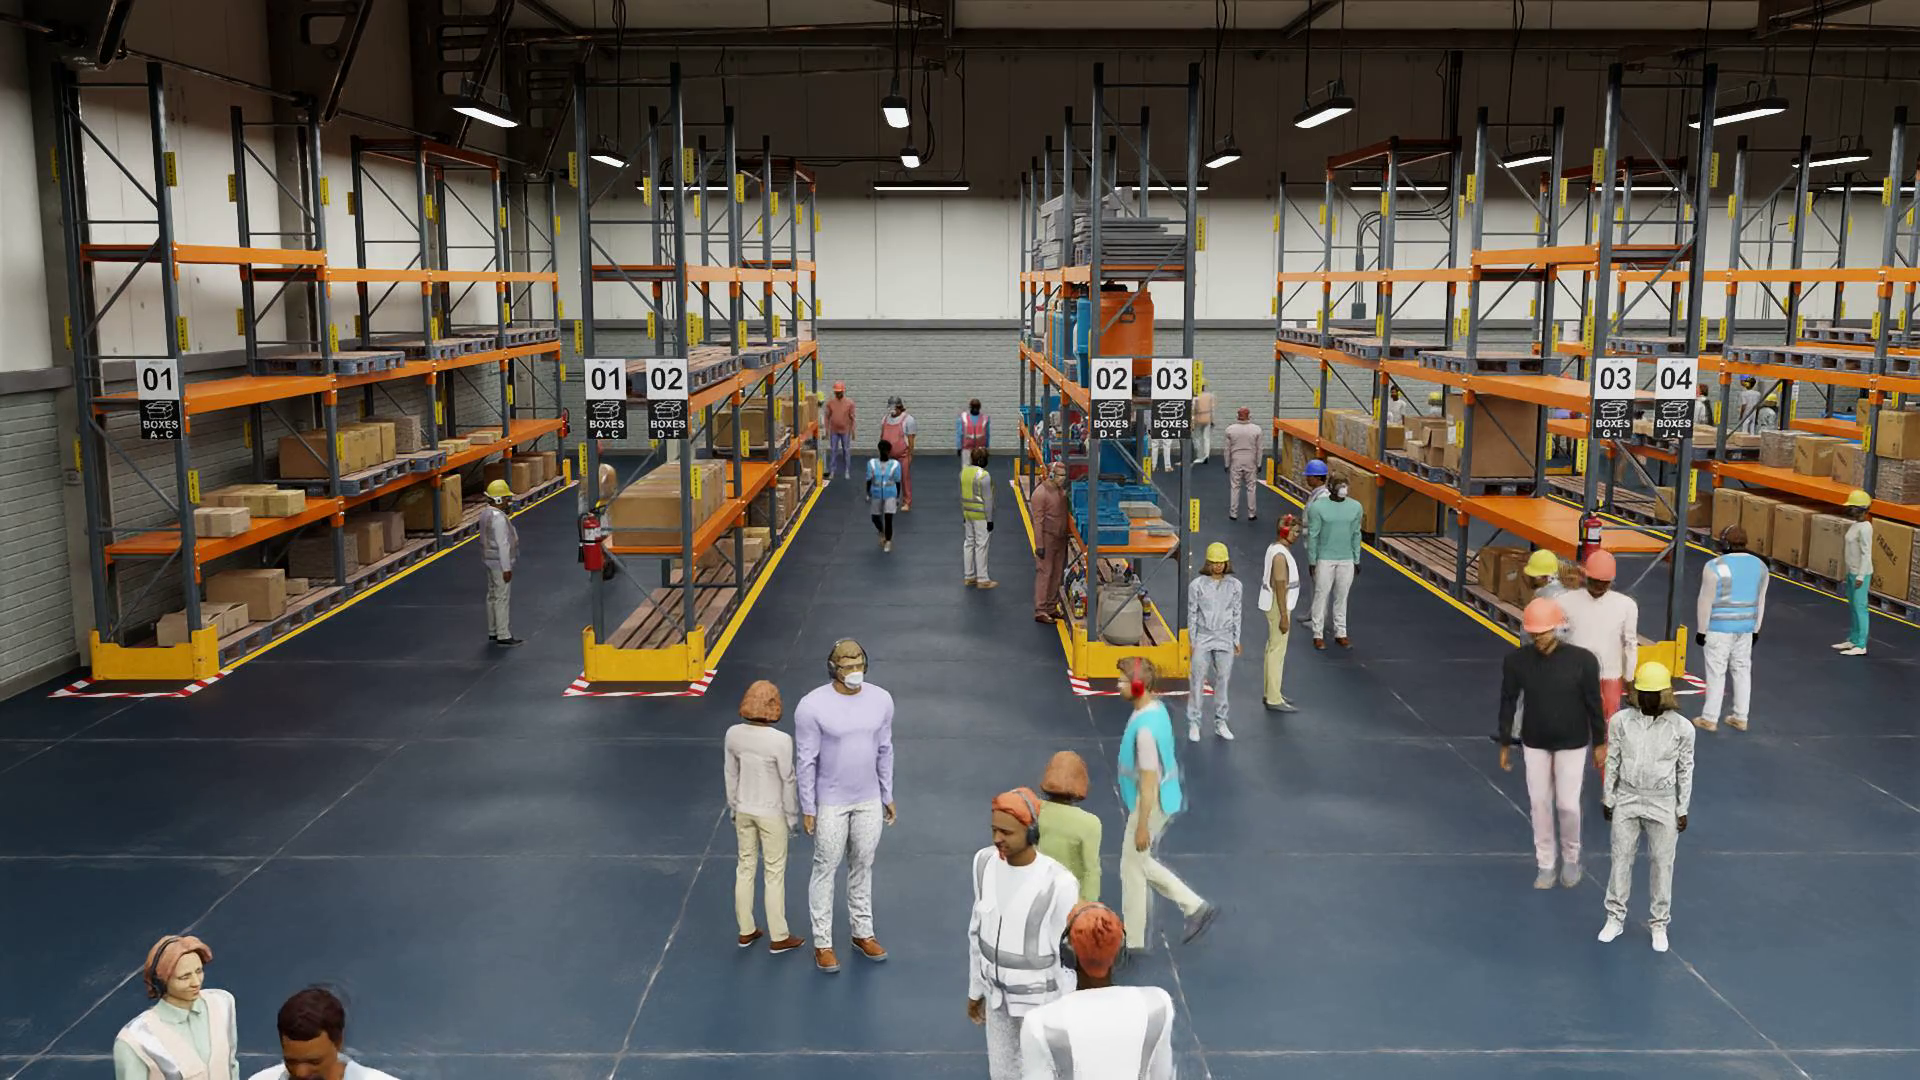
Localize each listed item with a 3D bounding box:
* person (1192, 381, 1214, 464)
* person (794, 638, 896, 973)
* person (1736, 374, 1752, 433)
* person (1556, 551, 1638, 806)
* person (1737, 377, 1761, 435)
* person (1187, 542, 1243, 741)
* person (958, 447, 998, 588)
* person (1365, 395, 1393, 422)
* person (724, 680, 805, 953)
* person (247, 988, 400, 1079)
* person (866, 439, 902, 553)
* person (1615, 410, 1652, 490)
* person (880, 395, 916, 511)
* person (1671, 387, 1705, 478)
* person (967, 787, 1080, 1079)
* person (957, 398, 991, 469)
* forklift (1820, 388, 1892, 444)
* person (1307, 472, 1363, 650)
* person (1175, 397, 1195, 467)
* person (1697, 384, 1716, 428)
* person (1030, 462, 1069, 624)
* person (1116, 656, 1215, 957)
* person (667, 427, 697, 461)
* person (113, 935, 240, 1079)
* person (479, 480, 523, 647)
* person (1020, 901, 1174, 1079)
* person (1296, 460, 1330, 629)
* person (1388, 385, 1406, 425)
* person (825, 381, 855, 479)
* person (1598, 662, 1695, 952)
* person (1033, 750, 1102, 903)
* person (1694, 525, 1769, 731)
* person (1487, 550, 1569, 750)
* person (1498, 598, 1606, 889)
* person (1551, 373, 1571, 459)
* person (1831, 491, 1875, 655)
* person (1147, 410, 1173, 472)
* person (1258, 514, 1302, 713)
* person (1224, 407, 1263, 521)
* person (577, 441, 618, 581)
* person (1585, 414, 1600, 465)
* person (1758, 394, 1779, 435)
[{"bbox_3d":[5.292,-2.586,36.314,0.677,1.880,0.579,-4,10,-22],"label":"person"},{"bbox_3d":[-0.652,1.521,9.685,0.628,1.940,0.373,-5,10,-31],"label":"person"},{"bbox_3d":[17.678,-2.801,37.456,0.394,1.949,0.602,3,9,18],"label":"person"},{"bbox_3d":[4.845,1.038,12.749,0.625,1.956,0.657,5,10,27],"label":"person"},{"bbox_3d":[17.531,-2.693,37.007,0.532,1.873,0.315,-3,9,-17],"label":"person"},{"bbox_3d":[2.217,0.879,14.441,0.487,1.744,0.312,-1,9,-7],"label":"person"},{"bbox_3d":[0.252,-0.295,21.678,0.429,1.842,0.636,-6,11,-34],"label":"person"},{"bbox_3d":[7.783,-1.789,31.047,0.553,1.923,0.390,1,9,5],"label":"person"},{"bbox_3d":[-1.173,1.638,9.909,0.498,1.634,0.283,5,10,31],"label":"person"},{"bbox_3d":[-1.950,2.268,5.072,0.585,1.871,0.883,3,9,19],"label":"person"},{"bbox_3d":[-1.114,-0.668,24.551,0.532,1.682,0.556,1,9,5],"label":"person"},{"bbox_3d":[13.020,-1.843,32.085,0.563,1.710,0.879,-2,9,-12],"label":"person"},{"bbox_3d":[-1.123,-1.515,28.893,0.683,2.000,0.535,5,10,28],"label":"person"},{"bbox_3d":[14.882,-2.213,34.018,0.603,1.864,1.077,3,9,17],"label":"person"},{"bbox_3d":[0.260,1.958,7.081,0.581,1.879,0.345,9,12,44],"label":"person"},{"bbox_3d":[0.259,-1.741,31.023,0.640,1.830,0.608,-1,9,-4],"label":"person"},{"bbox_3d":[20.072,-3.110,36.462,1.873,2.768,1.129,0,9,0],"label":"forklift"},{"bbox_3d":[4.063,0.223,18.035,0.633,1.940,0.368,-2,9,-12],"label":"person"},{"bbox_3d":[4.841,-2.481,35.774,0.339,1.840,0.511,-6,11,-33],"label":"person"},{"bbox_3d":[15.787,-2.405,35.339,0.548,1.816,0.723,0,9,0],"label":"person"},{"bbox_3d":[1.088,0.026,19.467,0.401,1.893,0.654,6,11,34],"label":"person"},{"bbox_3d":[1.140,1.572,9.748,0.604,1.824,0.571,1,9,9],"label":"person"},{"bbox_3d":[-4.686,-1.264,27.617,0.654,1.943,0.914,0,9,-3],"label":"person"},{"bbox_3d":[-2.821,2.231,6.077,0.310,1.642,0.514,4,10,23],"label":"person"},{"bbox_3d":[-5.025,0.250,18.199,0.404,1.830,0.602,-6,10,-32],"label":"person"},{"bbox_3d":[0.459,2.152,5.861,0.583,1.863,0.638,-2,9,-11],"label":"person"},{"bbox_3d":[4.102,0.045,19.153,0.394,1.945,0.618,0,9,3],"label":"person"},{"bbox_3d":[8.975,-2.266,34.326,0.333,1.860,0.508,-6,11,-35],"label":"person"},{"bbox_3d":[-2.419,-2.204,33.473,0.623,1.989,0.400,1,9,4],"label":"person"},{"bbox_3d":[4.095,1.580,9.932,0.493,1.743,0.296,5,10,28],"label":"person"},{"bbox_3d":[0.556,1.855,8.593,0.520,1.595,0.800,6,11,34],"label":"person"},{"bbox_3d":[6.840,0.783,14.795,0.619,1.835,0.432,-2,9,-11],"label":"person"},{"bbox_3d":[4.768,0.949,13.856,0.823,1.782,0.604,4,10,22],"label":"person"},{"bbox_3d":[3.827,1.329,10.825,0.657,1.966,0.494,6,10,32],"label":"person"},{"bbox_3d":[13.592,-2.795,37.452,0.553,1.935,0.363,2,9,11],"label":"person"},{"bbox_3d":[9.561,0.352,17.759,0.331,1.768,0.526,3,9,17],"label":"person"},{"bbox_3d":[4.239,-2.348,34.893,0.637,1.840,0.429,4,10,24],"label":"person"},{"bbox_3d":[2.969,0.671,15.479,0.389,1.838,0.563,1,9,7],"label":"person"},{"bbox_3d":[4.726,-1.269,27.744,0.638,1.907,0.408,2,9,10],"label":"person"},{"bbox_3d":[-4.767,-0.369,21.970,0.597,1.901,0.542,3,9,21],"label":"person"},{"bbox_3d":[13.729,-2.535,35.945,0.396,1.900,0.636,5,10,31],"label":"person"},{"bbox_3d":[16.308,-2.090,33.586,0.317,1.733,0.491,0,9,-2],"label":"person"}]
